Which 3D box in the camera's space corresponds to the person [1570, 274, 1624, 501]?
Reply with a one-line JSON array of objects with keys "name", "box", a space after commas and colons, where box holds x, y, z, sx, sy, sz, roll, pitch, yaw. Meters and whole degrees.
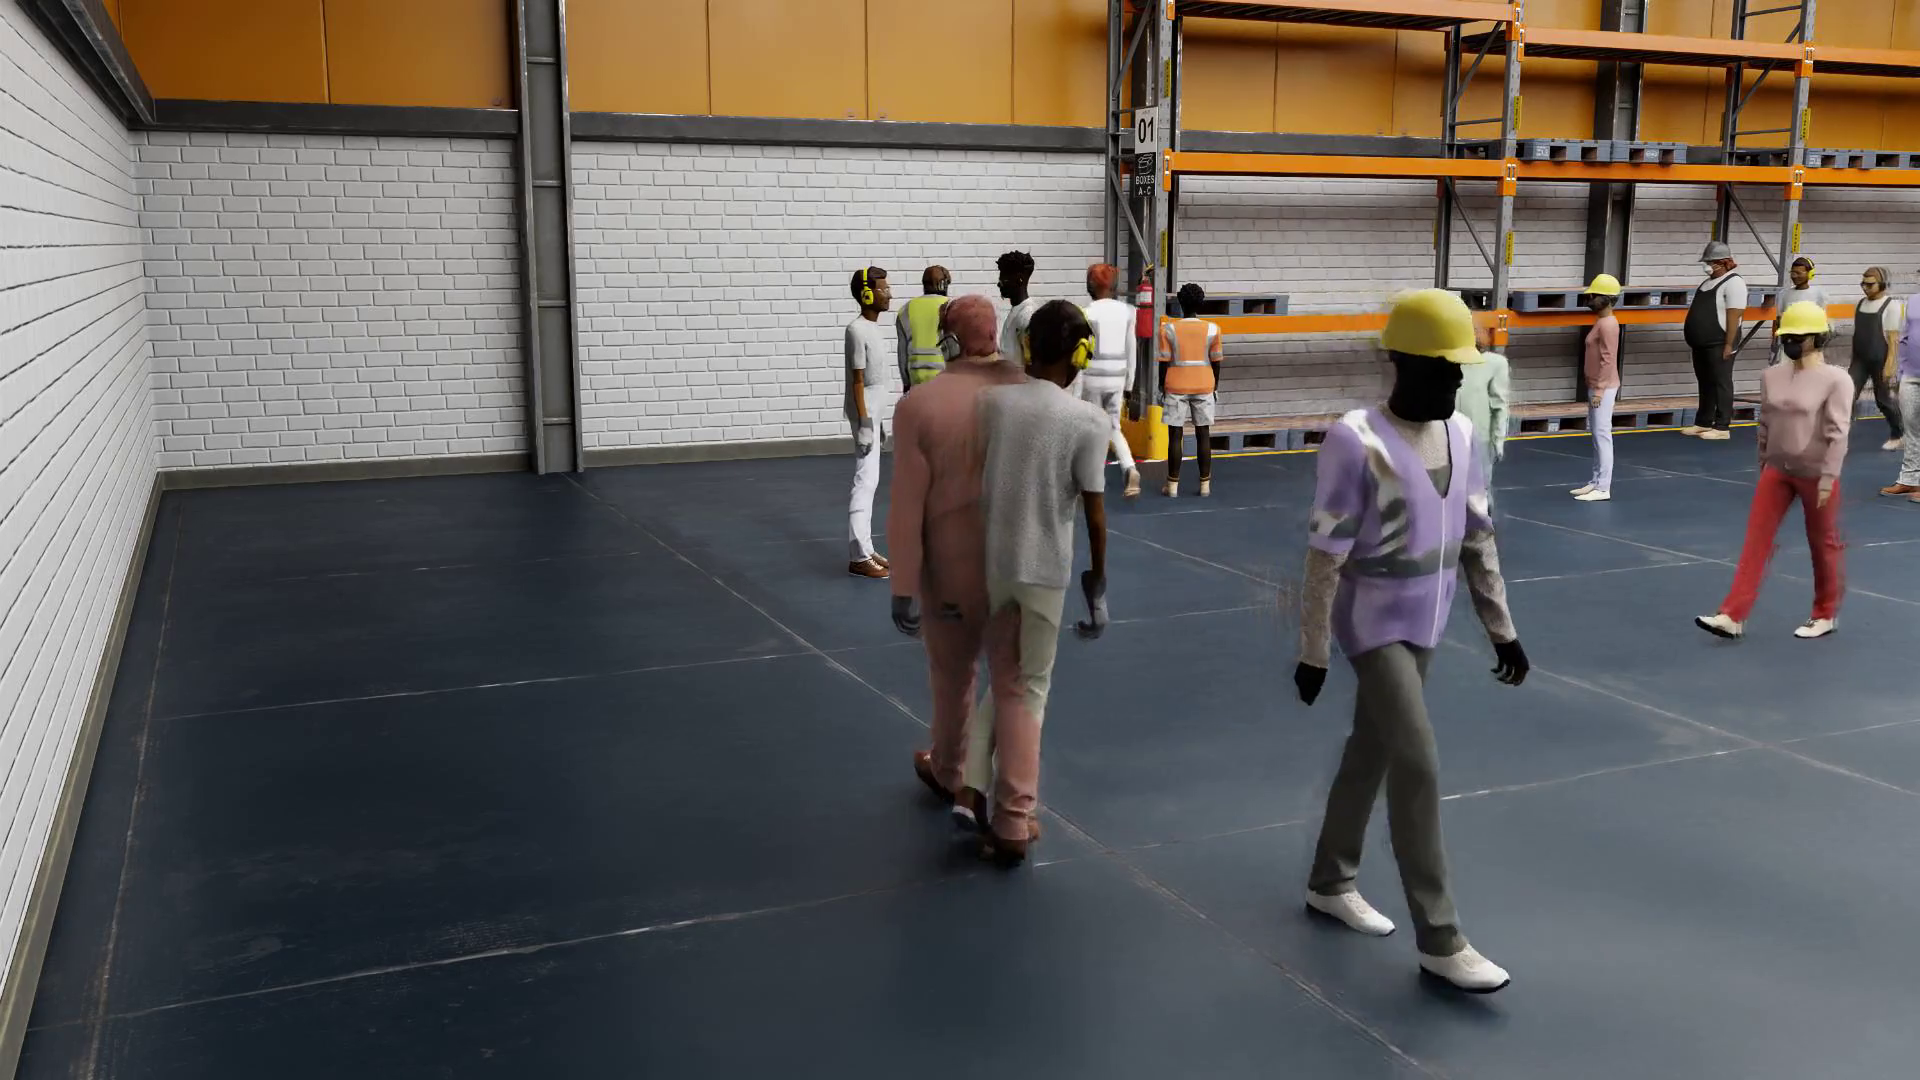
[{"name": "person", "box": [5.003, -1.188, 13.037, 0.306, 1.772, 0.527, 3, 11, 16]}]

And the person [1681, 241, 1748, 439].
[{"name": "person", "box": [7.748, -2.066, 17.171, 0.535, 2.000, 0.682, -1, 10, -6]}]

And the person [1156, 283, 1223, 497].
[{"name": "person", "box": [1.813, -1.180, 13.195, 0.537, 1.696, 0.318, -1, 10, -5]}]

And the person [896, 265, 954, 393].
[{"name": "person", "box": [-0.185, -1.252, 13.212, 0.619, 1.837, 0.430, 5, 11, 24]}]

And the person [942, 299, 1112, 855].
[{"name": "person", "box": [0.233, 0.131, 5.486, 0.567, 1.836, 0.439, 6, 12, 30]}]

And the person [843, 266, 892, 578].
[{"name": "person", "box": [-0.536, -0.715, 10.105, 0.329, 1.877, 0.514, 1, 10, 6]}]

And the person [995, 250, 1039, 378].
[{"name": "person", "box": [0.410, -0.977, 11.308, 0.362, 1.963, 0.613, -1, 10, -5]}]

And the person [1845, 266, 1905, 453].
[{"name": "person", "box": [8.758, -1.710, 15.892, 0.948, 1.802, 0.518, -4, 11, -23]}]

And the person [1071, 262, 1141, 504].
[{"name": "person", "box": [1.100, -1.165, 12.630, 0.590, 1.870, 0.625, -5, 11, -26]}]

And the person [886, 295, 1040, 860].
[{"name": "person", "box": [0.050, 0.102, 5.645, 0.652, 1.838, 0.988, -2, 10, -14]}]

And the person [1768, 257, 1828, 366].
[{"name": "person", "box": [8.489, -1.924, 16.871, 0.313, 1.864, 0.530, -9, 14, -42]}]

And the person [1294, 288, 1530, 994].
[{"name": "person", "box": [1.314, 0.265, 4.603, 0.603, 1.888, 0.907, -9, 13, -41]}]

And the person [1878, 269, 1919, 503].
[{"name": "person", "box": [7.544, -1.260, 12.960, 0.357, 1.938, 0.638, -2, 10, -11]}]

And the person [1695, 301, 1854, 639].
[{"name": "person", "box": [4.152, -0.325, 8.335, 0.891, 1.714, 0.549, -5, 11, -27]}]

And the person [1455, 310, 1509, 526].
[{"name": "person", "box": [3.164, -0.629, 10.342, 0.501, 1.615, 0.652, 6, 12, 31]}]
